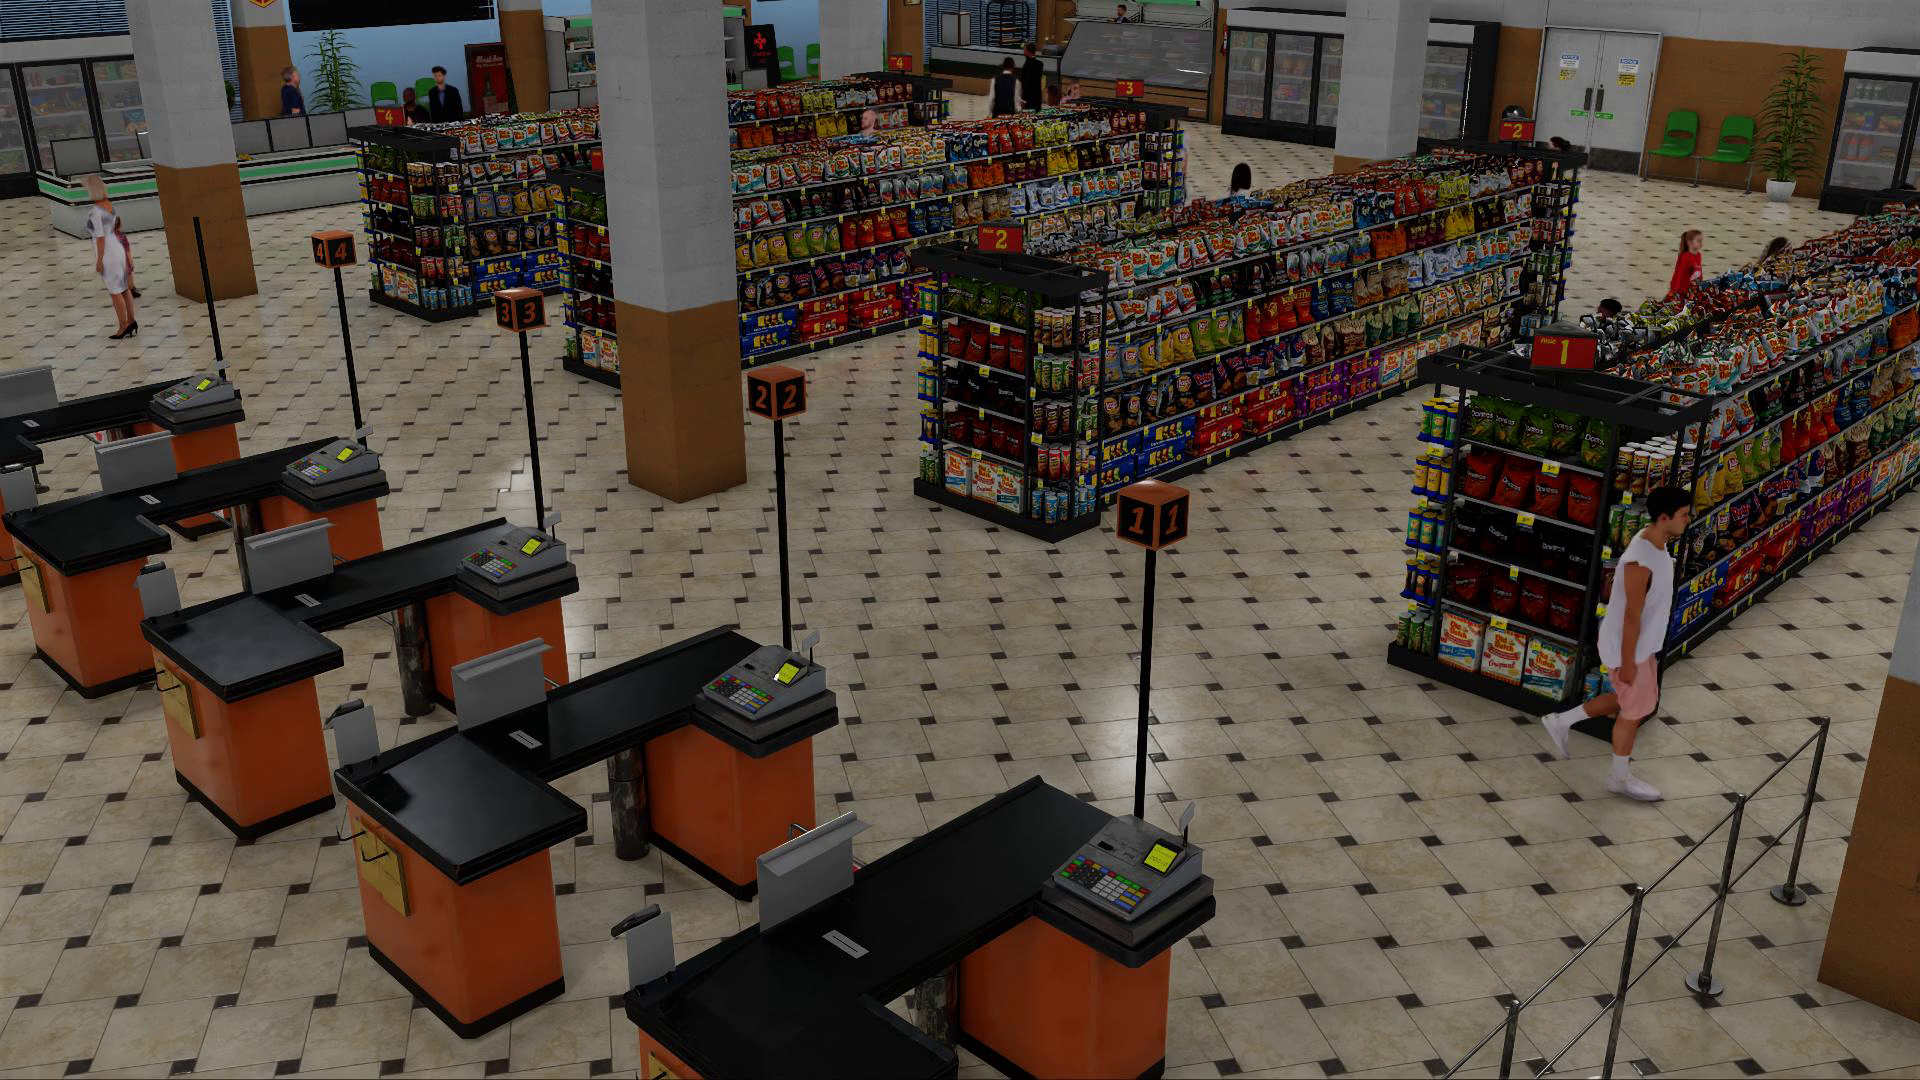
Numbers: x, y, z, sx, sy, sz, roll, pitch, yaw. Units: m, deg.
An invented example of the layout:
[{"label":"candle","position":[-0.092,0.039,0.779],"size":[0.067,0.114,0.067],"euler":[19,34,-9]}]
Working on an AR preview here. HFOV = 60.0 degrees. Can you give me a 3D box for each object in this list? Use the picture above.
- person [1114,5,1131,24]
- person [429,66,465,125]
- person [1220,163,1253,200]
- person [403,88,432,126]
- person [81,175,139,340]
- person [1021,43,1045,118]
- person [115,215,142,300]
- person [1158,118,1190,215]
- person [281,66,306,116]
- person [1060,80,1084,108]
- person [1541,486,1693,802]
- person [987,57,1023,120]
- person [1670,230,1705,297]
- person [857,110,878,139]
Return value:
[{"label":"person","position":[3.718,-11.424,38.513],"size":[0.614,1.868,0.570],"euler":[20,29,41]},{"label":"person","position":[-8.092,-6.554,26.430],"size":[1.204,1.840,1.248],"euler":[0,22,-1]},{"label":"person","position":[3.125,-3.458,19.045],"size":[0.748,1.602,1.038],"euler":[15,26,32]},{"label":"person","position":[-7.936,-5.702,24.351],"size":[0.847,1.809,0.907],"euler":[0,22,1]},{"label":"person","position":[-9.088,-3.035,17.793],"size":[0.692,1.749,0.641],"euler":[-1,22,-2]},{"label":"person","position":[1.280,-7.835,29.531],"size":[0.772,1.905,0.576],"euler":[16,27,34]},{"label":"person","position":[-9.801,-3.270,19.369],"size":[0.655,1.011,0.736],"euler":[2,22,5]},{"label":"person","position":[2.901,-5.109,23.069],"size":[0.867,1.664,0.928],"euler":[-3,22,-8]},{"label":"person","position":[-10.601,-6.509,26.340],"size":[1.177,1.824,0.762],"euler":[-17,27,-36]},{"label":"person","position":[1.743,-6.475,26.492],"size":[1.012,1.647,0.917],"euler":[-11,24,-25]},{"label":"person","position":[3.505,0.533,8.894],"size":[0.829,1.765,0.931],"euler":[13,25,30]},{"label":"person","position":[0.708,-6.823,27.146],"size":[1.213,1.805,1.408],"euler":[5,22,12]},{"label":"person","position":[7.510,-2.597,17.374],"size":[0.812,1.250,0.571],"euler":[-20,29,-40]},{"label":"person","position":[-1.156,-4.752,21.977],"size":[1.099,1.815,0.680],"euler":[-20,30,-41]}]
